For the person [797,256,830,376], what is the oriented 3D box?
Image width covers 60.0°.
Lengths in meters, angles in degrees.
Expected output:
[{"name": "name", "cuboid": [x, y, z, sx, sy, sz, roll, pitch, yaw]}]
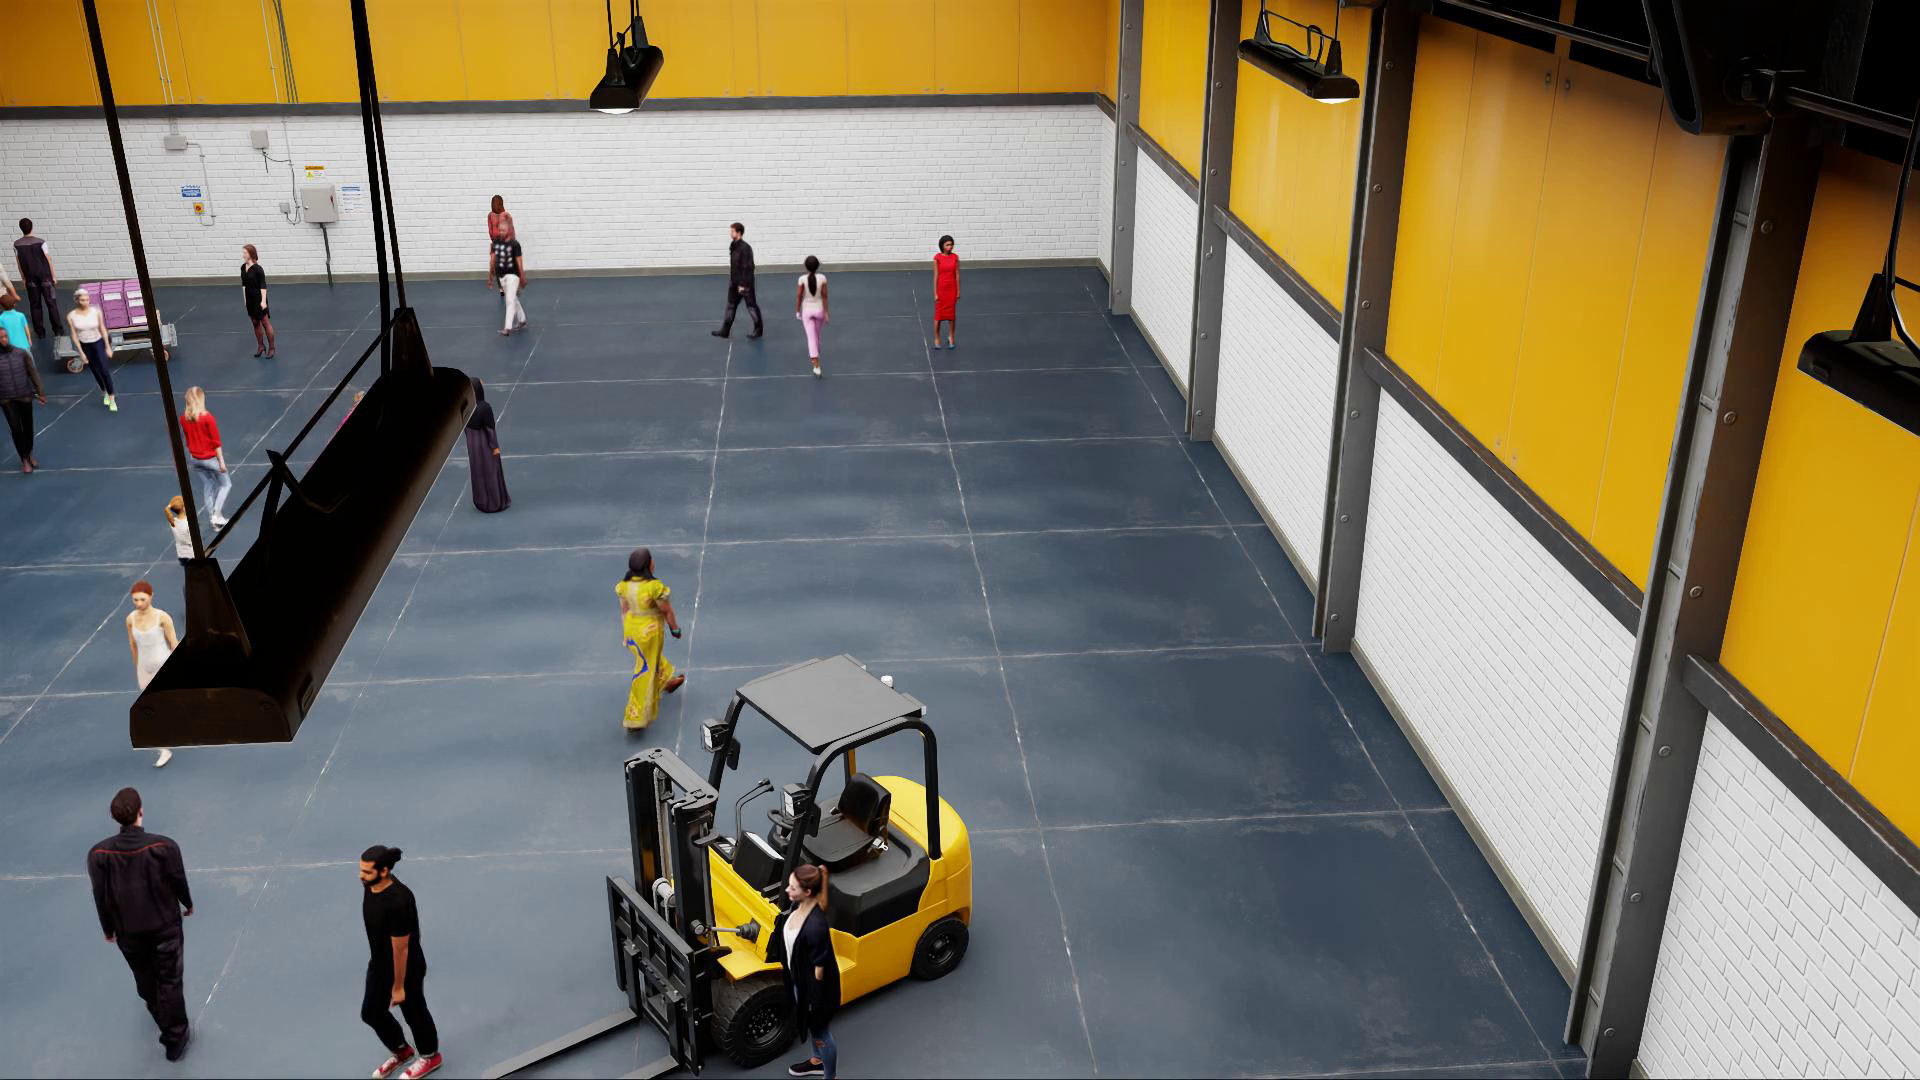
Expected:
[{"name": "person", "cuboid": [-2.110, -3.203, 23.968, 0.732, 1.688, 1.179, -6, 24, -13]}]

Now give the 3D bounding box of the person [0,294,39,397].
[{"name": "person", "cuboid": [-13.076, -2.682, 23.116, 0.865, 1.416, 1.003, -19, 30, -37]}]

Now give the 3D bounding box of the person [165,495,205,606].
[{"name": "person", "cuboid": [-7.749, 0.172, 16.714, 0.537, 1.313, 0.578, 9, 25, 19]}]

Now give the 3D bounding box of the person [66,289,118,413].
[{"name": "person", "cuboid": [-11.820, -2.609, 22.635, 0.793, 1.667, 1.023, -10, 26, -22]}]

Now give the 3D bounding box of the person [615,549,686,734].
[{"name": "person", "cuboid": [-2.814, 0.919, 14.650, 1.243, 1.598, 1.389, 14, 27, 29]}]

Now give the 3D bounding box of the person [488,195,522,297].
[{"name": "person", "cuboid": [-7.685, -4.957, 27.962, 0.661, 1.704, 0.628, 4, 24, 8]}]

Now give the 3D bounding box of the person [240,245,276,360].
[{"name": "person", "cuboid": [-10.467, -3.556, 24.758, 0.656, 1.702, 0.655, 10, 26, 22]}]

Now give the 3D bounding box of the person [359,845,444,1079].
[{"name": "person", "cuboid": [-3.479, 2.651, 10.506, 0.761, 1.743, 0.821, 19, 30, 36]}]

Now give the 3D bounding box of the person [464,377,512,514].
[{"name": "person", "cuboid": [-5.548, -1.122, 19.298, 0.707, 1.615, 0.750, 13, 27, 28]}]

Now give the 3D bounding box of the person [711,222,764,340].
[{"name": "person", "cuboid": [-3.263, -3.961, 25.560, 1.141, 1.802, 1.141, -19, 30, -37]}]

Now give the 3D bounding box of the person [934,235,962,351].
[{"name": "person", "cuboid": [-0.211, -3.753, 25.160, 0.609, 1.742, 0.568, -7, 25, -16]}]

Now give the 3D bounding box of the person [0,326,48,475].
[{"name": "person", "cuboid": [-11.656, -1.763, 20.513, 0.981, 1.816, 1.060, -20, 30, -38]}]

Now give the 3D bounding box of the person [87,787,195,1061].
[{"name": "person", "cuboid": [-5.216, 2.510, 10.655, 0.784, 1.882, 0.993, -6, 24, -13]}]

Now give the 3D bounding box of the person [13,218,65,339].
[{"name": "person", "cuboid": [-14.251, -4.053, 25.712, 0.670, 1.848, 0.623, -6, 24, -13]}]

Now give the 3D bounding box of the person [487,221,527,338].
[{"name": "person", "cuboid": [-6.968, -4.071, 25.873, 0.998, 1.752, 1.286, 8, 25, 18]}]

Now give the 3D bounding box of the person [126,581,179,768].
[{"name": "person", "cuboid": [-6.824, 1.079, 14.243, 0.569, 1.631, 0.841, -1, 24, -3]}]

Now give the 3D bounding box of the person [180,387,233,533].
[{"name": "person", "cuboid": [-8.476, -0.866, 18.608, 0.701, 1.698, 0.676, 5, 24, 12]}]

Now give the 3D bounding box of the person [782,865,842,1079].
[{"name": "person", "cuboid": [-0.917, 2.743, 10.372, 0.750, 1.683, 0.591, -9, 25, -19]}]
